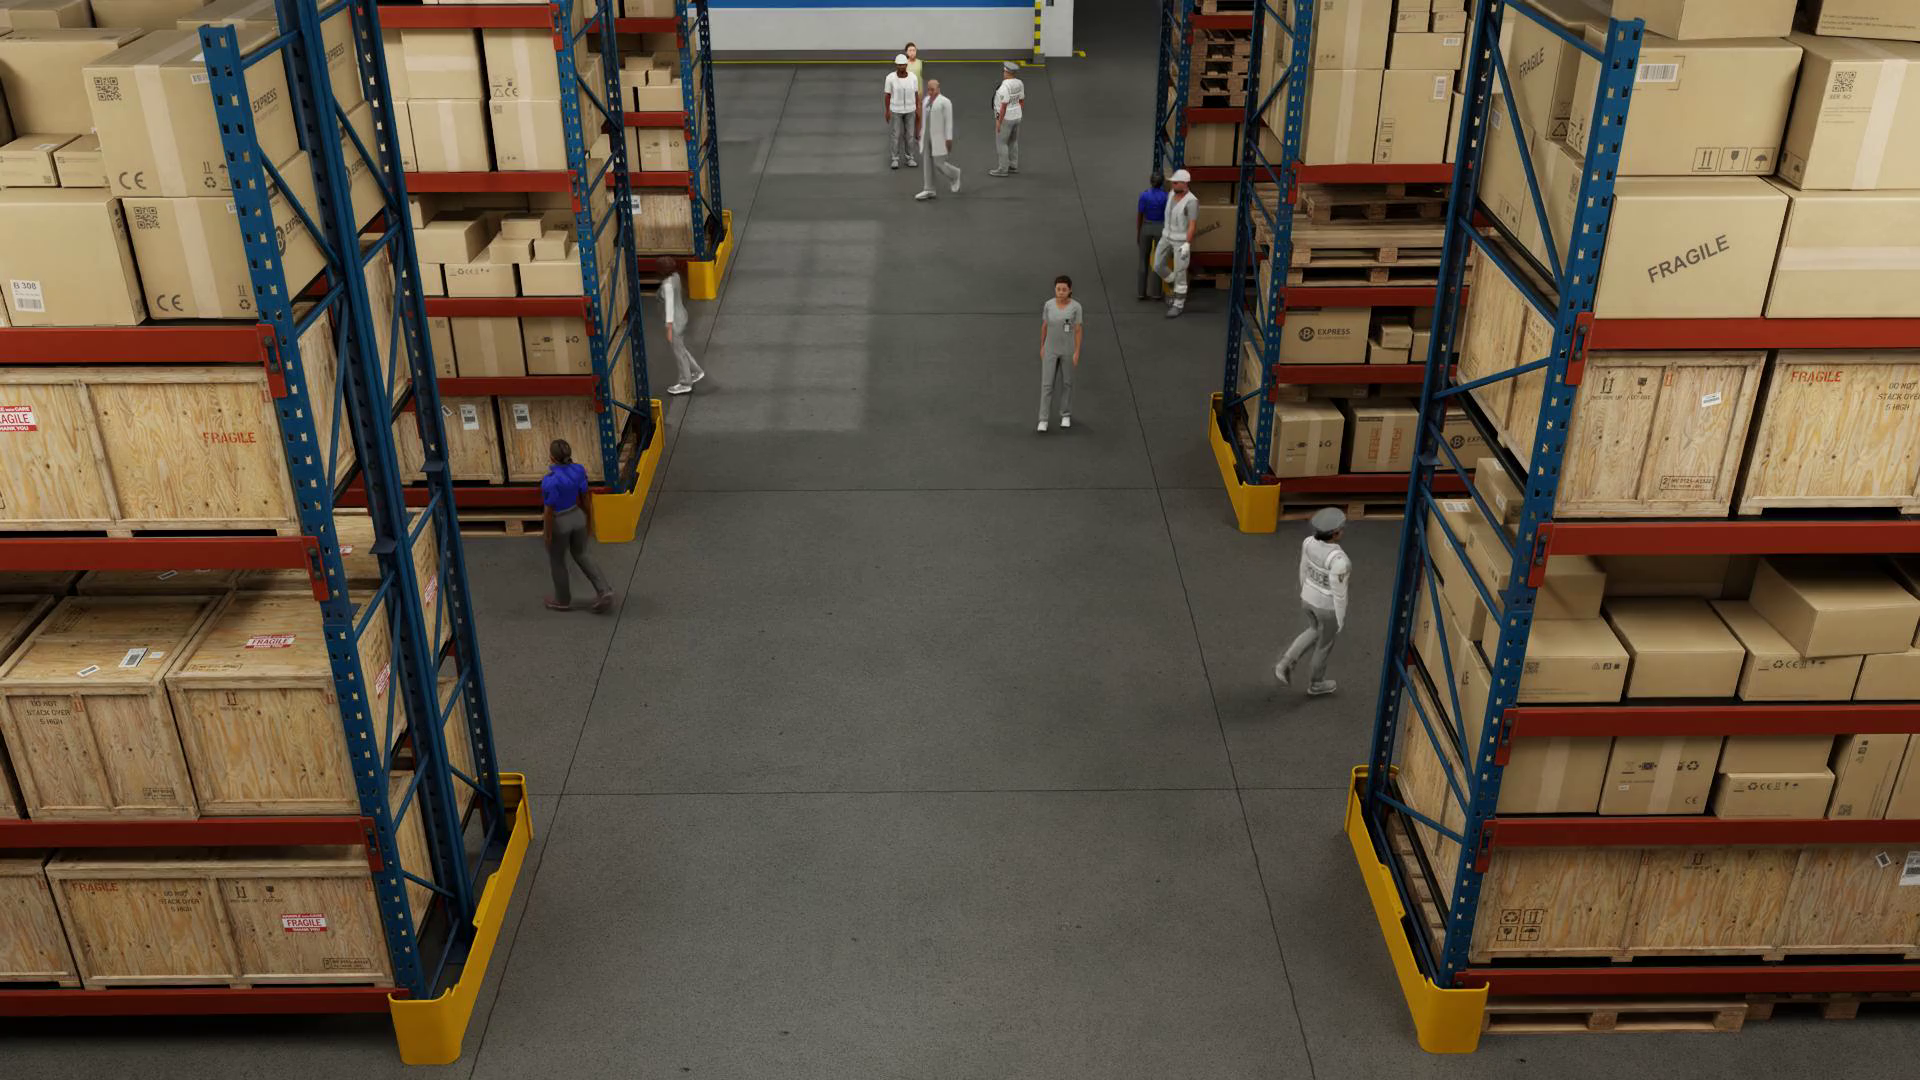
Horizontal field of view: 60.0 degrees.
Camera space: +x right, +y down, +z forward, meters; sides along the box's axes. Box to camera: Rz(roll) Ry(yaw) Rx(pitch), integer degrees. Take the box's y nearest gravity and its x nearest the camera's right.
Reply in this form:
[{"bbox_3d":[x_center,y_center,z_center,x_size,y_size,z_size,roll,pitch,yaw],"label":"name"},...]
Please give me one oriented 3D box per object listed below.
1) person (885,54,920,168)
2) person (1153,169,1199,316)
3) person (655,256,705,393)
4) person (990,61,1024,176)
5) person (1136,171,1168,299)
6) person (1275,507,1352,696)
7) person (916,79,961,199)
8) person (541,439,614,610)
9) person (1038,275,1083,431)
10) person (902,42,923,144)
[{"bbox_3d":[-0.915,-6.898,26.736,0.568,1.771,0.382,-7,29,-13],"label":"person"},{"bbox_3d":[2.693,-3.730,20.772,0.516,1.788,0.680,-22,35,-35],"label":"person"},{"bbox_3d":[-3.126,-2.404,18.526,0.446,1.599,0.466,0,28,0],"label":"person"},{"bbox_3d":[0.741,-6.675,26.316,0.424,1.771,0.525,20,34,32],"label":"person"},{"bbox_3d":[2.477,-3.904,21.244,0.448,1.657,0.308,5,29,9],"label":"person"},{"bbox_3d":[2.817,0.507,13.022,0.548,1.686,0.499,-15,32,-26],"label":"person"},{"bbox_3d":[-0.351,-6.084,25.180,0.609,1.774,0.737,24,36,37],"label":"person"},{"bbox_3d":[-3.375,-0.123,14.253,0.647,1.656,0.461,22,35,34],"label":"person"},{"bbox_3d":[1.055,-1.969,17.662,0.444,1.669,0.552,5,29,10],"label":"person"},{"bbox_3d":[-0.802,-7.493,27.944,0.429,1.670,0.407,-13,31,-23],"label":"person"}]
